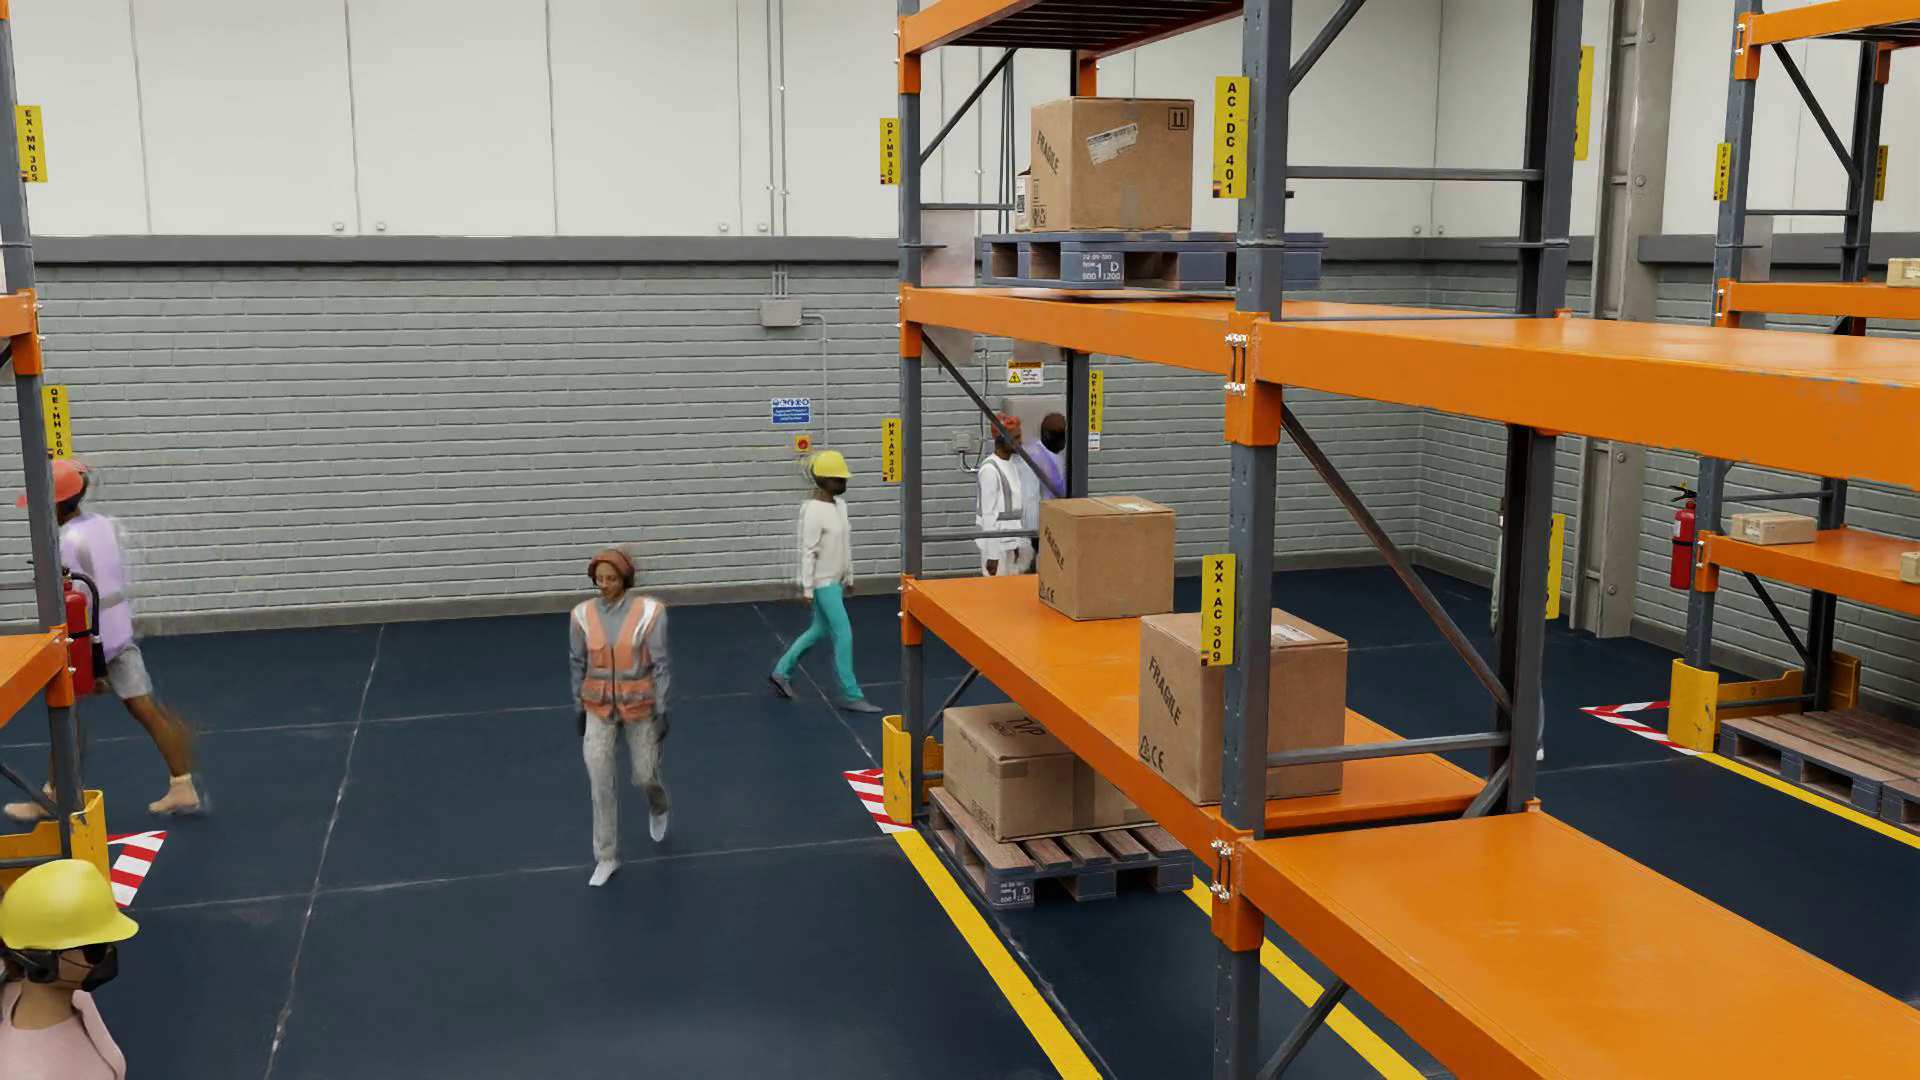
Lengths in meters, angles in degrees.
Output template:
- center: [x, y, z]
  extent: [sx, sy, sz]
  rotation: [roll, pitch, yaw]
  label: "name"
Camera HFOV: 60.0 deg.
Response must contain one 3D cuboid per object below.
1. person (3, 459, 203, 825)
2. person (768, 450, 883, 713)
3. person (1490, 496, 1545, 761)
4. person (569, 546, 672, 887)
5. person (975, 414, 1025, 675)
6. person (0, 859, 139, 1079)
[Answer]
- center: [-4.525, 0.541, 8.696]
  extent: [1.029, 1.976, 0.636]
  rotation: [1, 10, 3]
  label: "person"
- center: [-0.919, 0.261, 10.966]
  extent: [0.846, 1.735, 0.532]
  rotation: [3, 11, 19]
  label: "person"
- center: [3.326, 0.502, 9.908]
  extent: [0.289, 1.623, 0.500]
  rotation: [-2, 10, -10]
  label: "person"
- center: [-1.636, 0.819, 8.084]
  extent: [0.524, 1.620, 0.595]
  rotation: [1, 10, 6]
  label: "person"
- center: [0.283, 0.038, 11.844]
  extent: [0.341, 1.878, 0.579]
  rotation: [3, 10, 16]
  label: "person"
- center: [-1.914, 1.538, 3.620]
  extent: [0.339, 1.757, 0.518]
  rotation: [-4, 11, -20]
  label: "person"
